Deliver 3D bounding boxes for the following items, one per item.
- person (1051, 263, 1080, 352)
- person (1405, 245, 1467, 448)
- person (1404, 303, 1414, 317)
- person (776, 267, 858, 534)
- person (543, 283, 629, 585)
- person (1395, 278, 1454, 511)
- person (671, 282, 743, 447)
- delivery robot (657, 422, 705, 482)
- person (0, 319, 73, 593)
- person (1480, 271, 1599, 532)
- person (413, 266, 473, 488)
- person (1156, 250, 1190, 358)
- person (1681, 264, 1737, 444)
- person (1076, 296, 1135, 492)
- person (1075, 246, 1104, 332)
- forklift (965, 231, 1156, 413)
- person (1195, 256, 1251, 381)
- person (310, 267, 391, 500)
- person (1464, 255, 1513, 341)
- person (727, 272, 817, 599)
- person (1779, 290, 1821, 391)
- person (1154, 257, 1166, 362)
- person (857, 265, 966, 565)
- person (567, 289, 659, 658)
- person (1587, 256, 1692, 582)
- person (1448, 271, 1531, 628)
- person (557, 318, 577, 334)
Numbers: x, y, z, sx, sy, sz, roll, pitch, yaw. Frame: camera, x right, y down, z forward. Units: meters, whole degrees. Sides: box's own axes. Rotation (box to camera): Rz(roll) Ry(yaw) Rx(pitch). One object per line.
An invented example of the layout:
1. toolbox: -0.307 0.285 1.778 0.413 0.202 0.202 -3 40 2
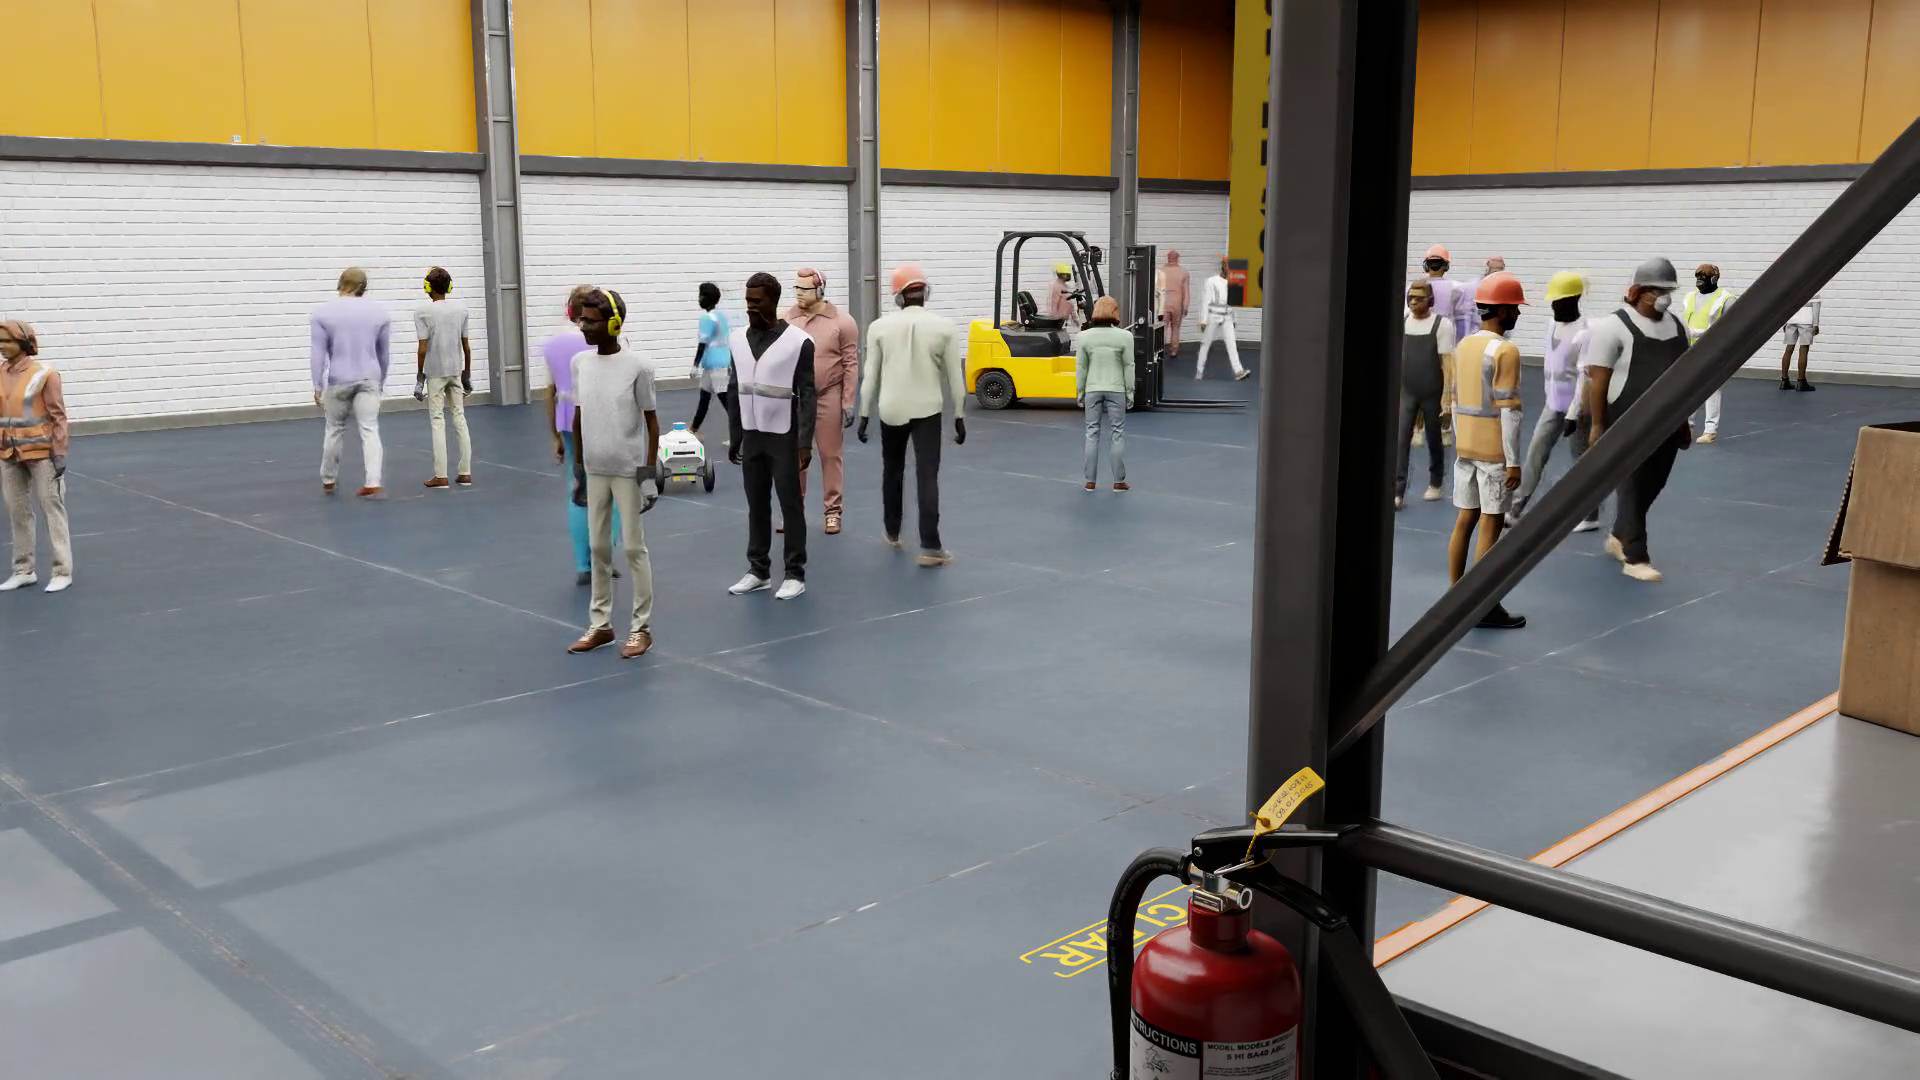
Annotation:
1. person: 1.552 -3.322 25.135 0.900 1.720 0.535 4 11 22
2. person: 4.760 -1.938 16.737 0.606 2.033 0.403 2 11 10
3. person: 3.582 -1.383 14.199 0.598 1.849 0.788 3 11 17
4. person: -1.054 -0.986 11.899 0.643 1.905 0.400 2 11 13
5. person: -2.239 -0.635 10.151 0.620 1.835 0.431 3 11 16
6. person: 3.647 -1.157 13.123 0.529 1.809 0.952 6 12 31
7. person: -2.554 -1.761 16.793 0.863 1.649 0.545 1 10 5
8. delivery robot: -2.360 -0.748 14.020 0.477 0.478 0.707 -3 11 -15
9. person: -5.580 -0.498 9.956 0.522 1.638 0.310 2 11 9
10. person: 4.212 -0.953 11.788 0.975 1.871 0.607 -3 11 -16
11. person: -4.385 -1.373 14.096 0.318 1.870 0.531 10 14 43
12. person: 3.651 -4.074 28.782 0.654 1.884 0.654 2 11 12
13. person: 7.647 -1.916 17.139 0.429 1.841 0.634 -6 12 -30
14. person: 1.212 -1.212 13.865 0.497 1.633 0.287 3 11 14
15. person: 2.163 -3.866 27.426 0.361 1.963 0.614 -9 14 -41
16. forklift: 1.222 -2.721 20.561 2.313 2.155 1.214 2 11 13
17. person: 3.828 -3.242 24.450 0.652 1.814 1.038 -5 11 -24
18. person: -4.948 -1.272 13.561 0.643 1.871 0.872 -5 12 -26
19. person: 6.480 -2.553 20.471 0.663 1.888 0.539 0 10 0
20. person: -1.108 -0.613 9.820 0.591 1.918 0.383 6 12 29
21. person: 11.560 -3.013 22.844 0.345 1.940 0.551 -5 12 -27
22. person: 3.025 -3.681 26.567 0.399 1.918 0.586 -7 13 -34
23. person: -0.312 -0.846 11.049 0.714 1.916 1.035 0 10 1
24. person: -1.757 -0.330 8.427 0.513 1.866 0.331 4 11 22
25. person: 4.330 -0.809 10.553 0.689 2.000 0.735 -3 11 -16
26. person: 2.894 -0.488 9.085 0.355 1.938 0.545 -3 11 -17
27. person: -3.279 -1.360 14.707 0.520 1.613 0.567 1 10 3
